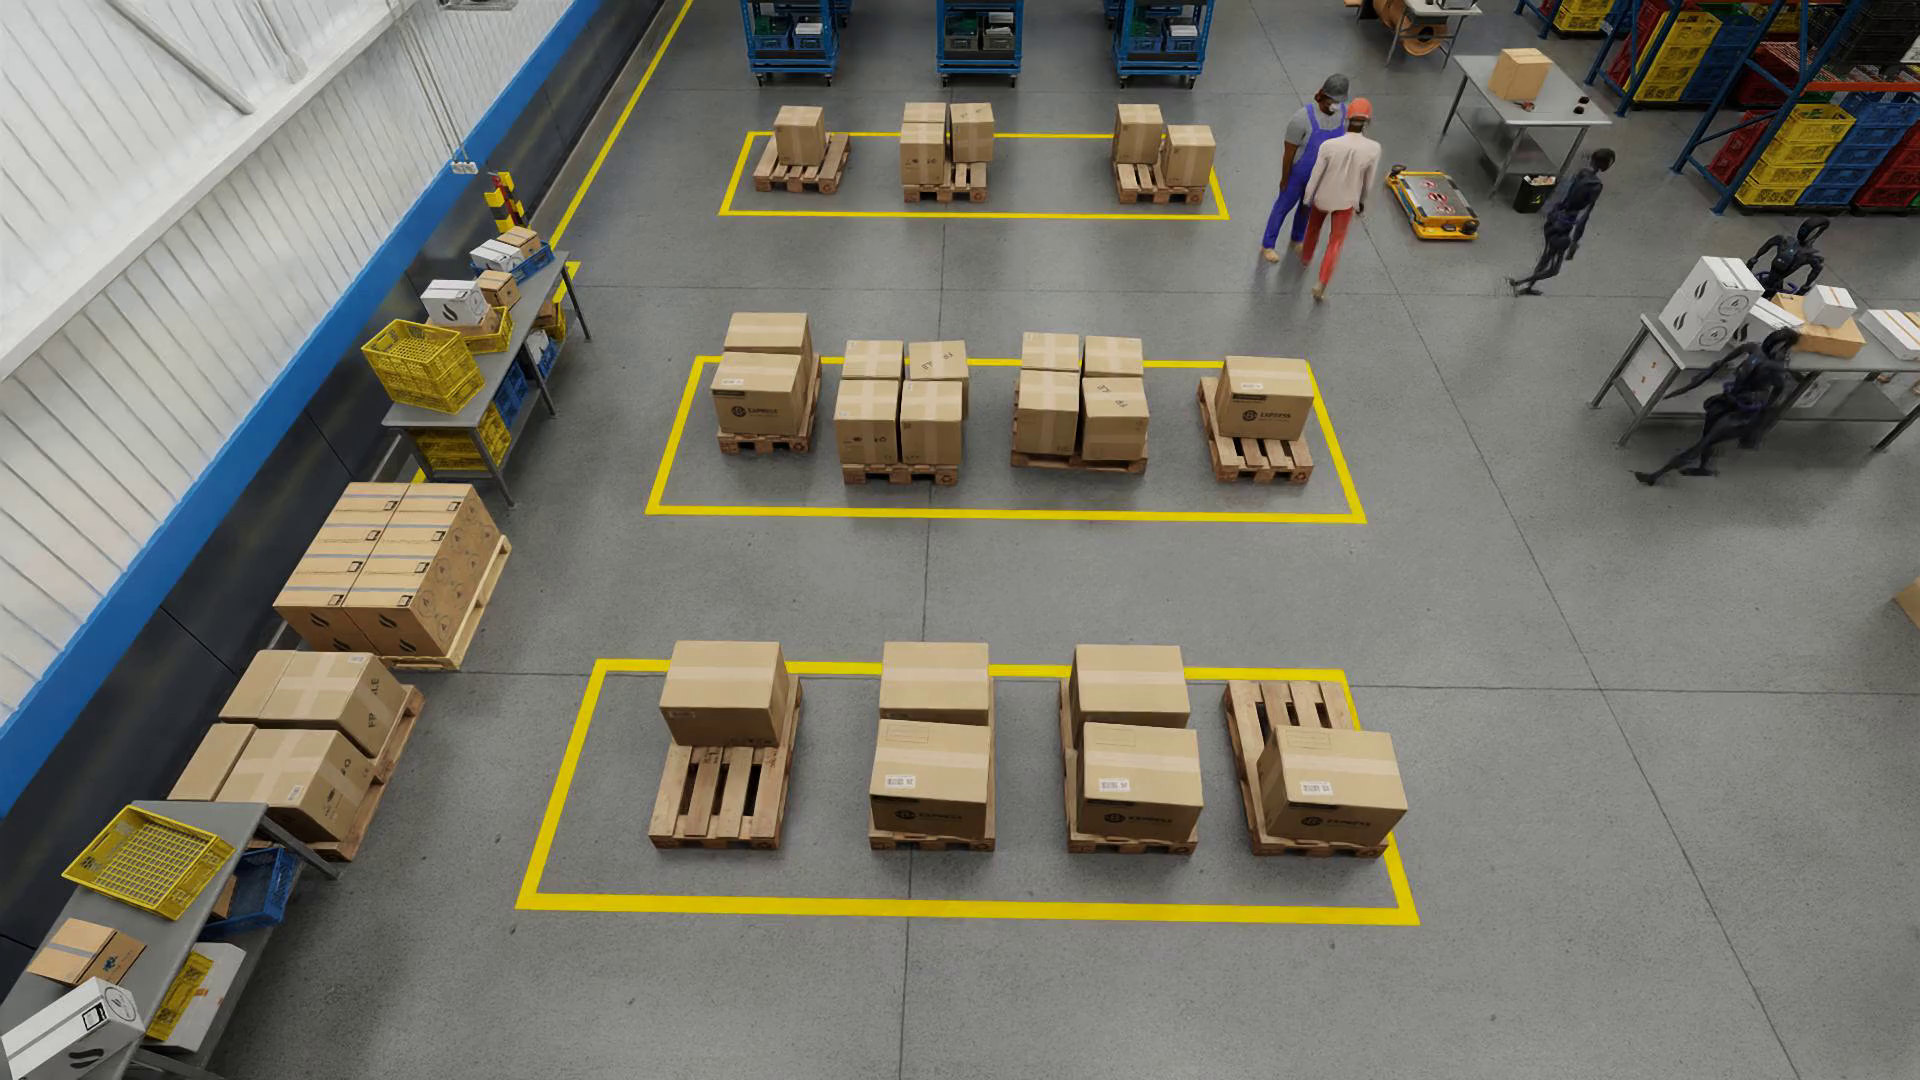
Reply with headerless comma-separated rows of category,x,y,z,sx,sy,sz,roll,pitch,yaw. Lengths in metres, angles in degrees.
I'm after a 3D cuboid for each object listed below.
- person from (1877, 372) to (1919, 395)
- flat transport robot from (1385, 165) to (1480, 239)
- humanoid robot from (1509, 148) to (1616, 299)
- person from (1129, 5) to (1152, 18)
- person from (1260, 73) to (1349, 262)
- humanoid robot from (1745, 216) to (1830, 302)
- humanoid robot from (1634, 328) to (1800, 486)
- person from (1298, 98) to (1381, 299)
person,9.329,-2.161,8.334,0.355,1.887,0.573,-37,58,-27
flat transport robot,5.692,-4.094,11.059,0.652,0.197,1.431,1,49,1
humanoid robot,6.134,-3.192,9.366,0.446,1.649,0.596,6,49,5
person,2.681,-8.007,13.472,0.313,1.767,0.533,-15,51,-12
person,3.739,-3.936,9.769,0.683,2.000,0.537,-13,50,-11
humanoid robot,7.460,-2.247,8.537,0.319,1.657,0.612,-19,52,-16
humanoid robot,6.321,-1.079,7.565,0.805,1.613,0.560,2,49,1
person,3.876,-3.512,9.462,0.642,1.957,0.945,12,50,10
